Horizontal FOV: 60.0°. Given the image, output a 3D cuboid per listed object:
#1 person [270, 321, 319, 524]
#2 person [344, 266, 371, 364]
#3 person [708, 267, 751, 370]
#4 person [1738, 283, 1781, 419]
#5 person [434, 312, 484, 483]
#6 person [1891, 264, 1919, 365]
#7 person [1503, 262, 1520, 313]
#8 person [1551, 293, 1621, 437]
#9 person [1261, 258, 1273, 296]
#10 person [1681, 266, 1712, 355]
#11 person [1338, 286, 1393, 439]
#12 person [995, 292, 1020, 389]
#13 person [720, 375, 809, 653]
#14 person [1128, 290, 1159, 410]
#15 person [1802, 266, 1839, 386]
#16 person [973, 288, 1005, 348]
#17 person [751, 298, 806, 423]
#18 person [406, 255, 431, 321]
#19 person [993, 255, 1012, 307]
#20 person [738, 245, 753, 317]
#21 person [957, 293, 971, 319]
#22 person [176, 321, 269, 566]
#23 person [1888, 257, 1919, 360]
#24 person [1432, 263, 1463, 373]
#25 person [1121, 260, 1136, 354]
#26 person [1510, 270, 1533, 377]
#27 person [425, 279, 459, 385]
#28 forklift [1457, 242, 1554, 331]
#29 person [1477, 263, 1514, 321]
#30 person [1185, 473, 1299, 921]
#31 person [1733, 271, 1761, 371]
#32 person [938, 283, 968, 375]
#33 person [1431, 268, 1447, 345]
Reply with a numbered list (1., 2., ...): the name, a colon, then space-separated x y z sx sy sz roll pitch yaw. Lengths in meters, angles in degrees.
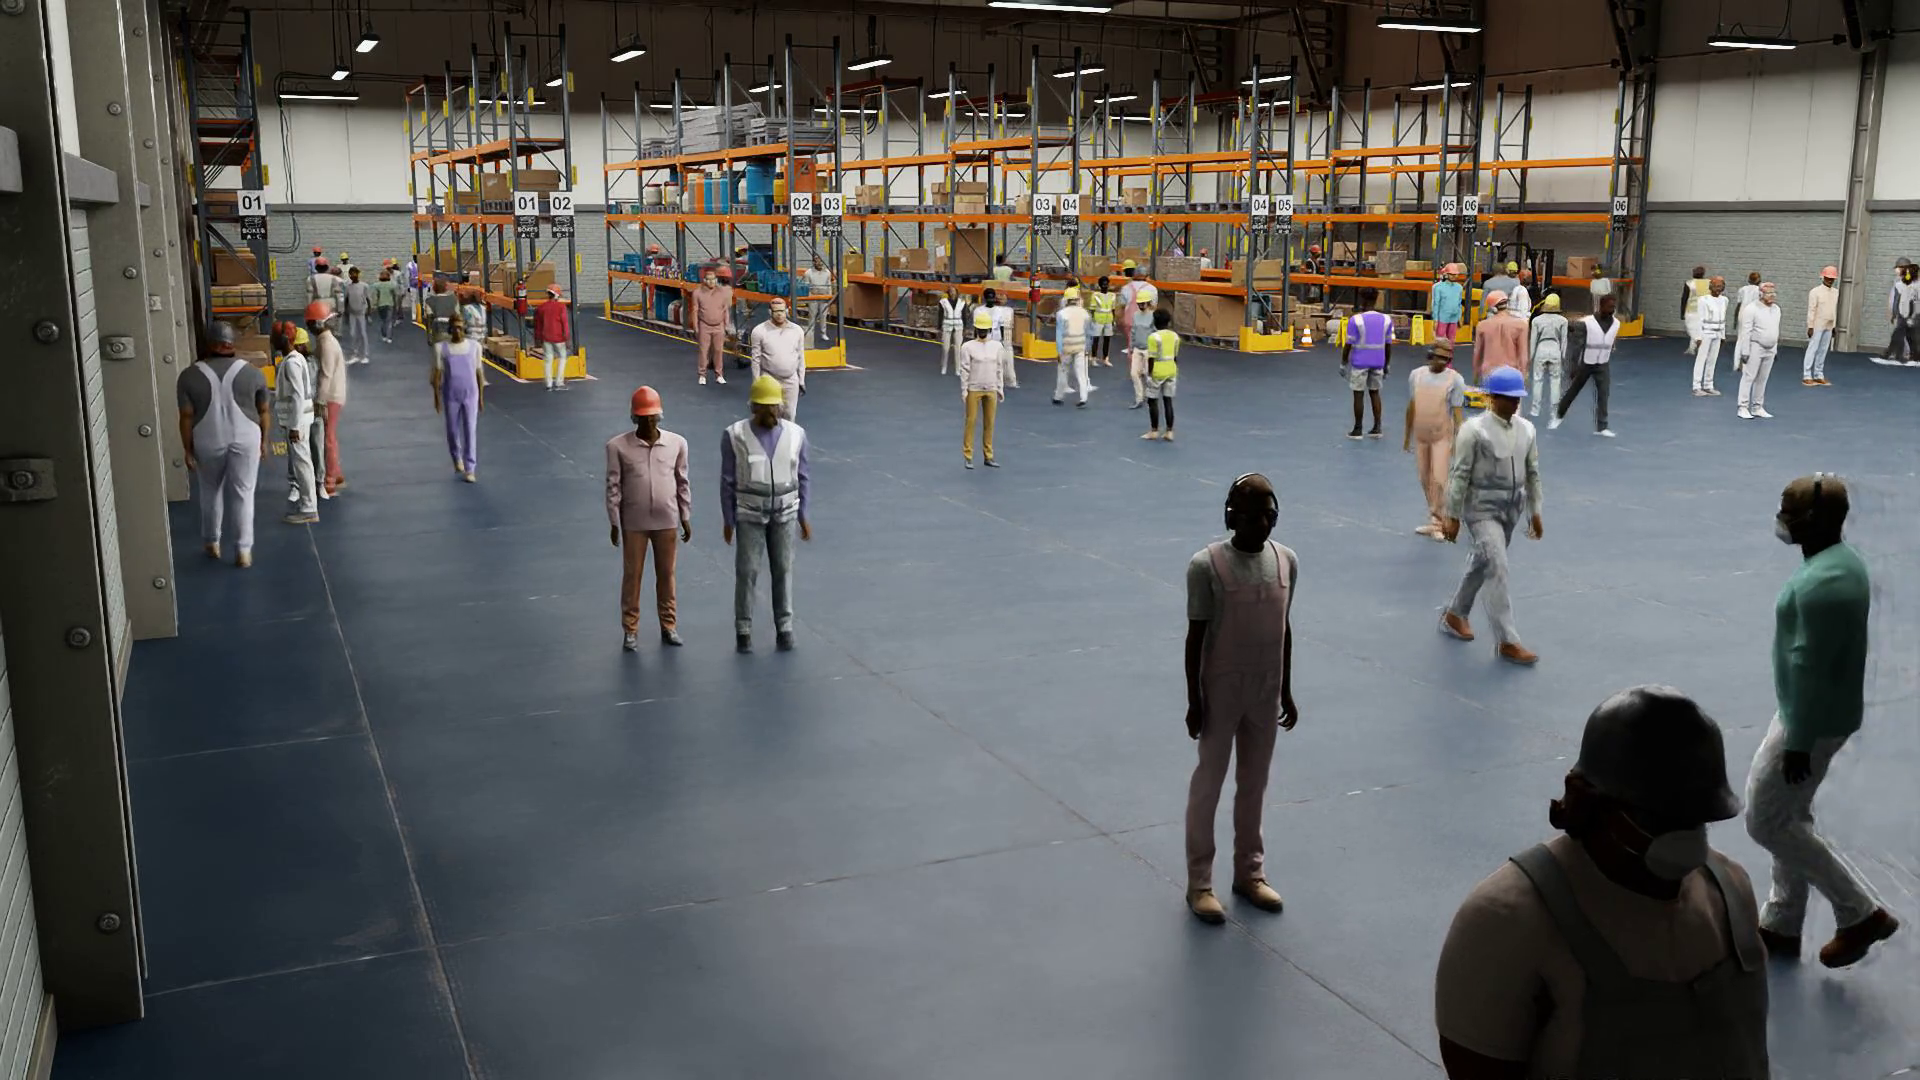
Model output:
1. person: -6.199 -1.097 15.506 0.337 1.882 0.585 -4 12 -20
2. person: -11.557 -4.311 31.887 0.532 1.865 0.309 1 11 4
3. person: -4.270 -4.054 30.518 0.995 1.886 0.565 8 14 36
4. person: 11.262 -2.655 23.366 0.644 1.907 0.400 -4 12 -21
5. person: -5.426 -1.559 18.030 0.513 1.822 0.771 -4 12 -20
6. person: 18.001 -4.269 31.540 0.591 1.916 0.383 3 12 16
7. person: 11.828 -5.063 35.793 0.594 1.832 0.403 -4 12 -21
8. person: 8.228 -2.315 21.782 0.629 1.868 0.986 -3 11 -13
9. person: 8.633 -7.082 46.605 0.533 1.611 0.376 -7 13 -31
10. person: 14.909 -4.625 33.623 0.634 1.821 0.781 -2 11 -8
11. person: 5.165 -2.250 21.177 0.627 1.960 0.444 -3 11 -13
12. person: 0.655 -3.300 27.461 0.536 1.595 0.874 -7 13 -33
13. person: -1.278 -0.177 10.961 0.598 1.829 0.403 -4 12 -20
14. person: 2.693 -2.778 24.372 0.559 1.755 0.376 10 15 42
15. person: 14.421 -3.568 27.791 0.614 1.988 0.395 -4 12 -21
16. person: 0.464 -3.180 26.598 0.537 1.691 0.326 -4 12 -18
17. person: -2.071 -1.819 19.120 0.644 1.907 0.400 -4 12 -21
18. person: -14.489 -6.786 44.525 0.626 1.843 0.430 -4 12 -21
19. person: 0.969 -5.958 40.251 0.604 1.864 1.015 -2 11 -9
20. person: -5.963 -7.201 46.283 0.425 1.985 0.837 -1 11 -3
21. person: 0.080 -6.865 45.194 0.566 1.737 0.421 -6 13 -27
22. person: -6.078 -0.837 13.785 0.693 2.000 0.942 -5 12 -23
23. person: 18.627 -4.588 32.846 0.547 2.000 0.718 2 11 11
24. person: 8.661 -3.908 29.509 0.614 1.993 0.395 -4 12 -21
25. person: 3.498 -4.791 34.175 0.385 1.922 0.594 -1 11 -5
26. person: 9.884 -3.820 29.346 0.337 1.882 0.584 1 11 3
27. person: -8.507 -3.377 27.309 0.565 1.789 0.984 -6 13 -28
28. forklift: 13.047 -6.049 39.881 2.313 2.155 1.214 -5 12 -23
29. person: 10.324 -4.407 32.248 0.662 1.910 0.833 -3 11 -14
30. person: 1.153 0.634 6.807 0.507 1.845 0.339 -4 12 -21
31. person: 14.361 -3.968 30.229 0.350 1.837 0.519 -10 15 -40
32. person: -0.125 -3.746 29.635 0.526 1.648 0.370 -2 11 -8
33. person: 10.065 -4.788 34.595 0.566 1.750 0.341 -4 12 -21
